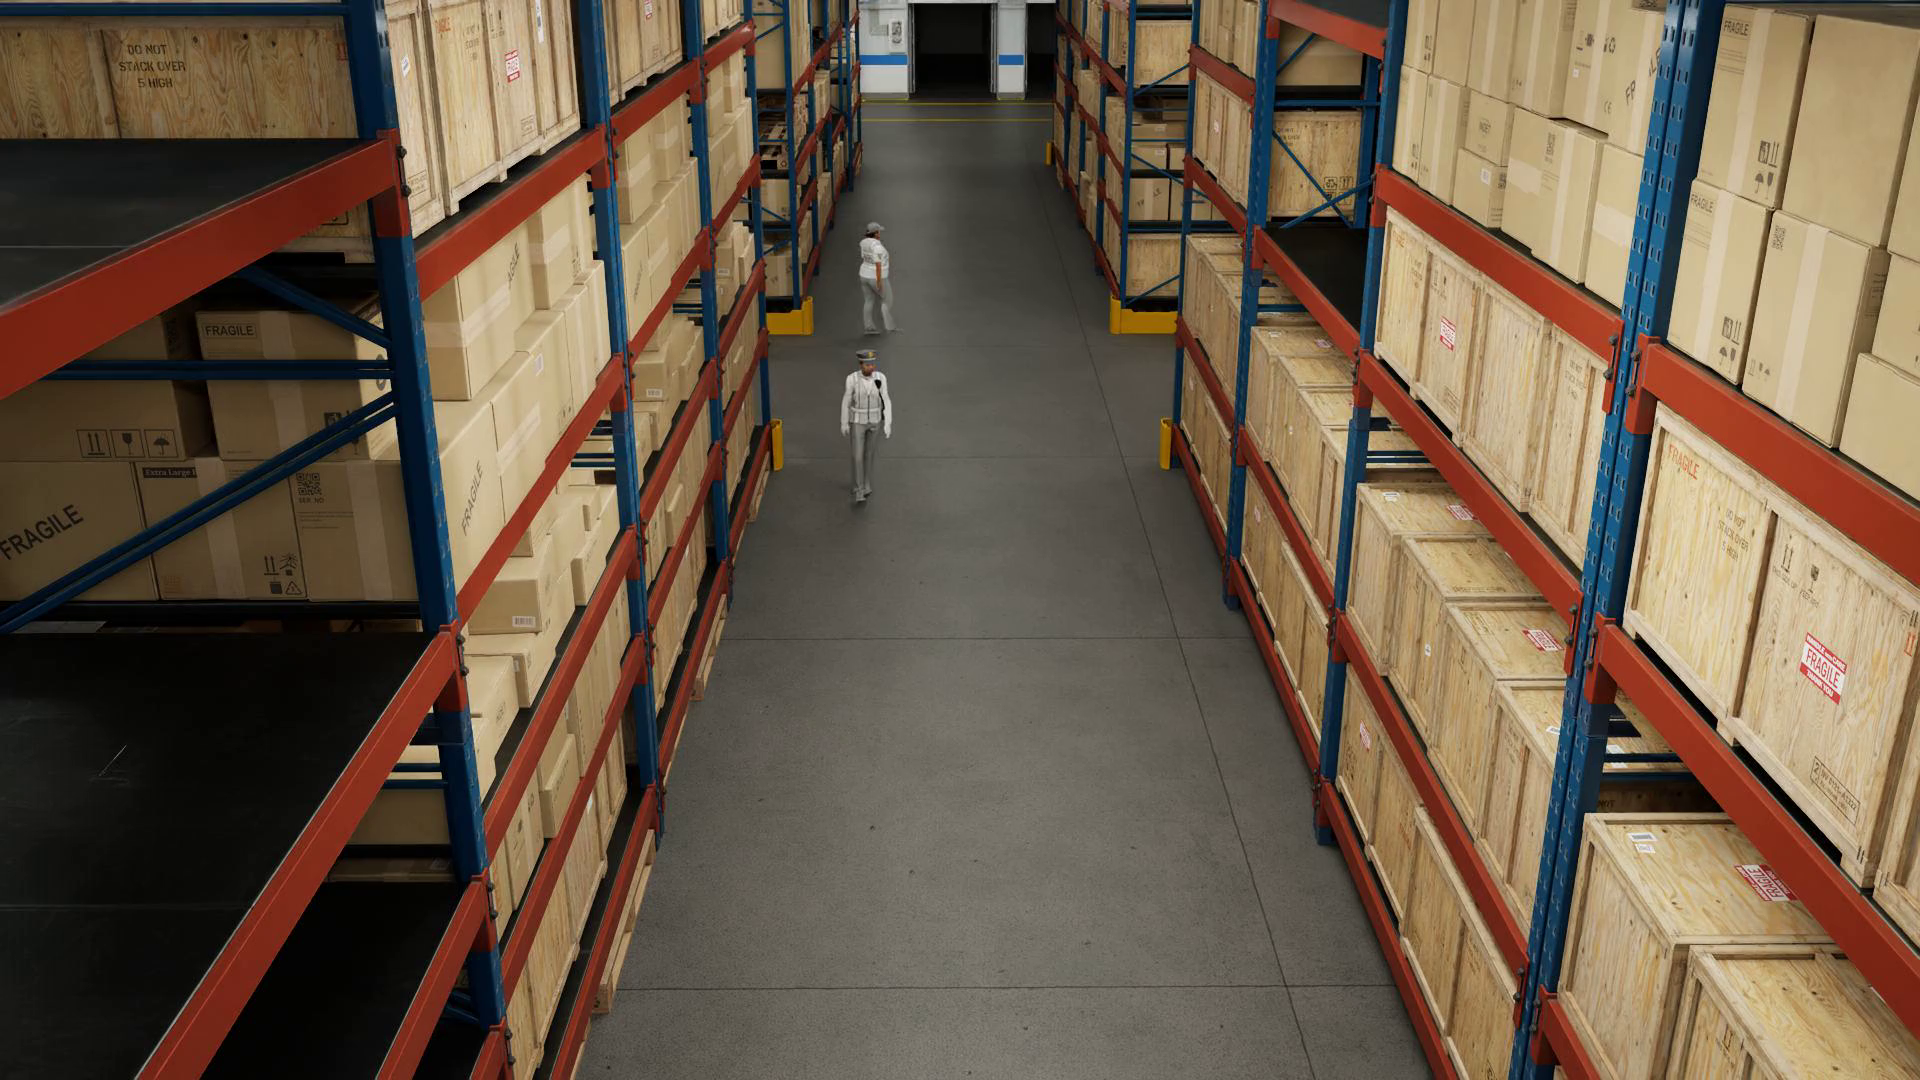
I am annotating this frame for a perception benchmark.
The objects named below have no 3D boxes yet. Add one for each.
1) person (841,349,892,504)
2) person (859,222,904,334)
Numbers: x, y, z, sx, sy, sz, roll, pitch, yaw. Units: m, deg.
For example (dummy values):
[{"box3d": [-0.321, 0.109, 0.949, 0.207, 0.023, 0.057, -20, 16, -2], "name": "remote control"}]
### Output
[{"box3d": [-0.965, -1.212, 17.691, 0.525, 1.645, 0.815, -7, 23, -17], "name": "person"}, {"box3d": [-1.177, -3.847, 24.383, 0.592, 1.667, 0.487, -19, 28, -40], "name": "person"}]
